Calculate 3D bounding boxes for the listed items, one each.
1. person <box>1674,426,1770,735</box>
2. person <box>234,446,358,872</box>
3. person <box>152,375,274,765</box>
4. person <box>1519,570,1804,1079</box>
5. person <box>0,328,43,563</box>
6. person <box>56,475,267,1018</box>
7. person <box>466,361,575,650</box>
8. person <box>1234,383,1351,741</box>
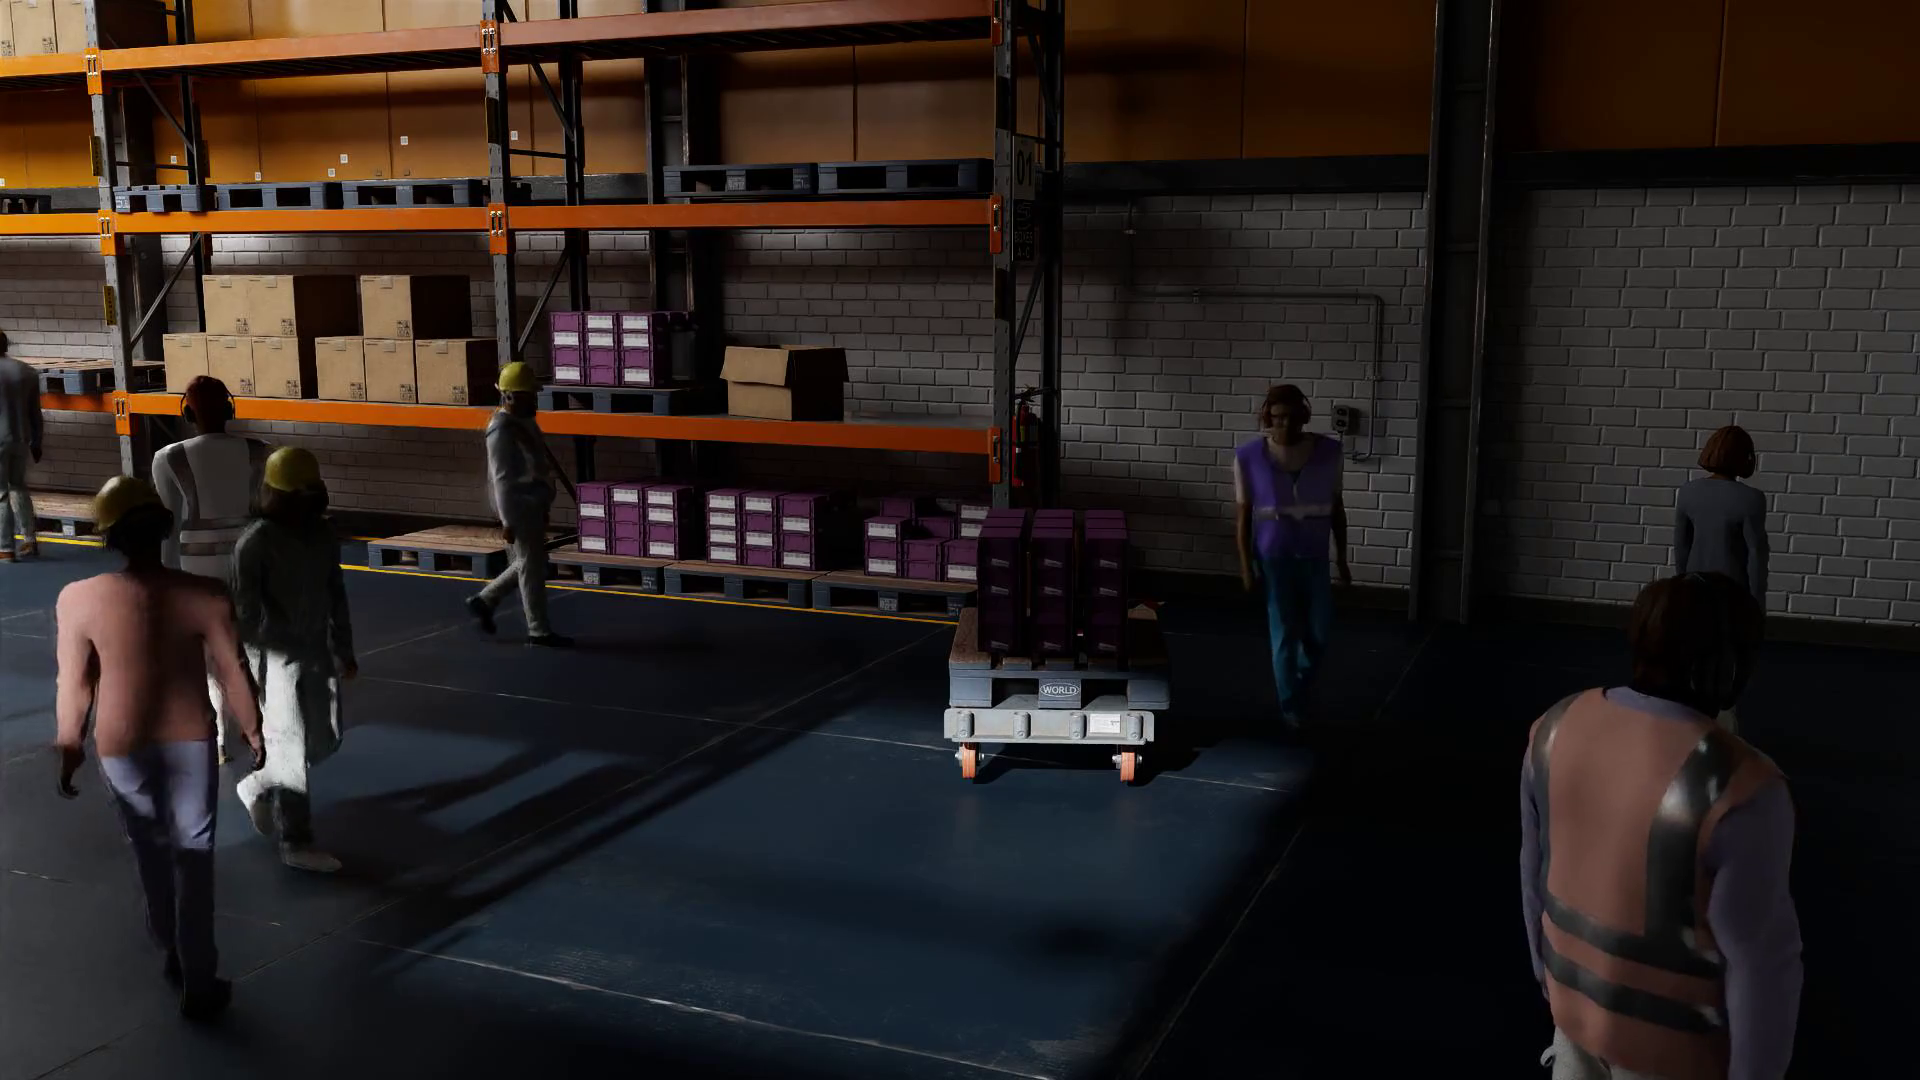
[{"bbox_3d":[3.734,0.253,8.177,0.286,1.633,0.499,-5,11,-29],"label":"person"},{"bbox_3d":[-2.721,0.462,6.664,0.571,1.711,0.502,4,10,23],"label":"person"},{"bbox_3d":[-3.572,0.145,8.065,0.573,1.887,0.355,-7,12,-35],"label":"person"},{"bbox_3d":[1.384,0.965,3.288,0.429,1.841,0.633,-4,10,-22],"label":"person"},{"bbox_3d":[-7.728,-0.764,13.376,0.454,1.930,0.651,4,10,23],"label":"person"},{"bbox_3d":[-2.604,0.652,5.460,0.593,1.727,0.670,-2,10,-14],"label":"person"},{"bbox_3d":[-2.778,-0.210,10.393,0.651,1.816,0.604,0,9,2],"label":"person"},{"bbox_3d":[1.689,0.104,8.496,0.611,1.818,0.450,0,9,0],"label":"person"}]
